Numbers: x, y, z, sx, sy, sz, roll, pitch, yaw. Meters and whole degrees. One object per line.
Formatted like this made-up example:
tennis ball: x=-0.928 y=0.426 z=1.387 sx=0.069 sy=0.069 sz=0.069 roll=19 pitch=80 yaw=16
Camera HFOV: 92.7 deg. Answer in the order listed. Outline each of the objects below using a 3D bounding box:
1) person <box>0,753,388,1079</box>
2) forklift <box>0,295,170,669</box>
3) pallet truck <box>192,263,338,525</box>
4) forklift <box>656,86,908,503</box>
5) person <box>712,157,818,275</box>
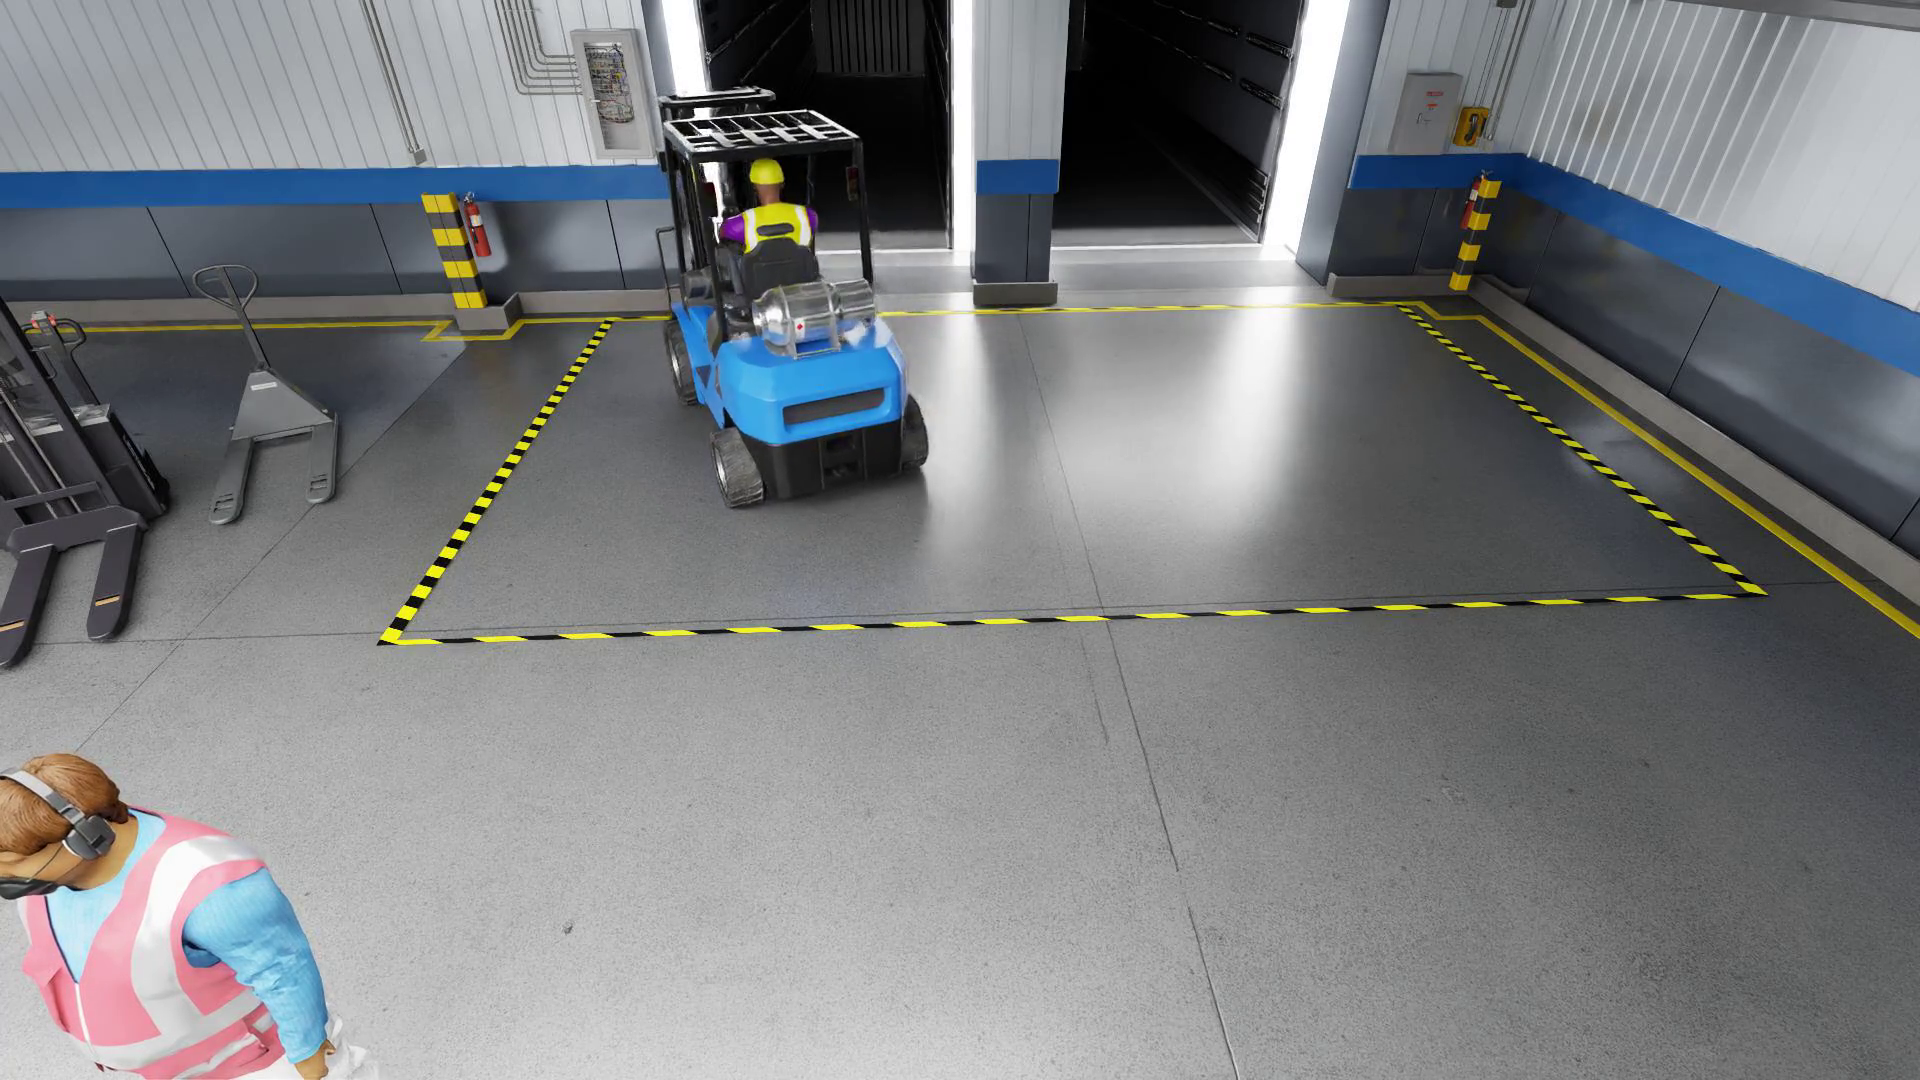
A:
person: x=-1.896 y=1.230 z=2.358 sx=0.624 sy=1.843 sz=0.429 roll=7 pitch=36 yaw=11
forklift: x=-5.212 y=-0.618 z=4.878 sx=0.823 sy=1.965 sz=1.885 roll=-20 pitch=39 yaw=-26
pallet truck: x=-4.778 y=-1.027 z=6.128 sx=0.680 sy=1.201 sz=1.601 roll=-17 pitch=38 yaw=-23
forklift: x=-1.288 y=-1.789 z=6.249 sx=1.157 sy=2.036 sz=2.680 roll=-15 pitch=37 yaw=-20
person: x=-1.306 y=-1.975 z=6.189 sx=0.635 sy=1.293 sz=1.004 roll=-15 pitch=37 yaw=-20
